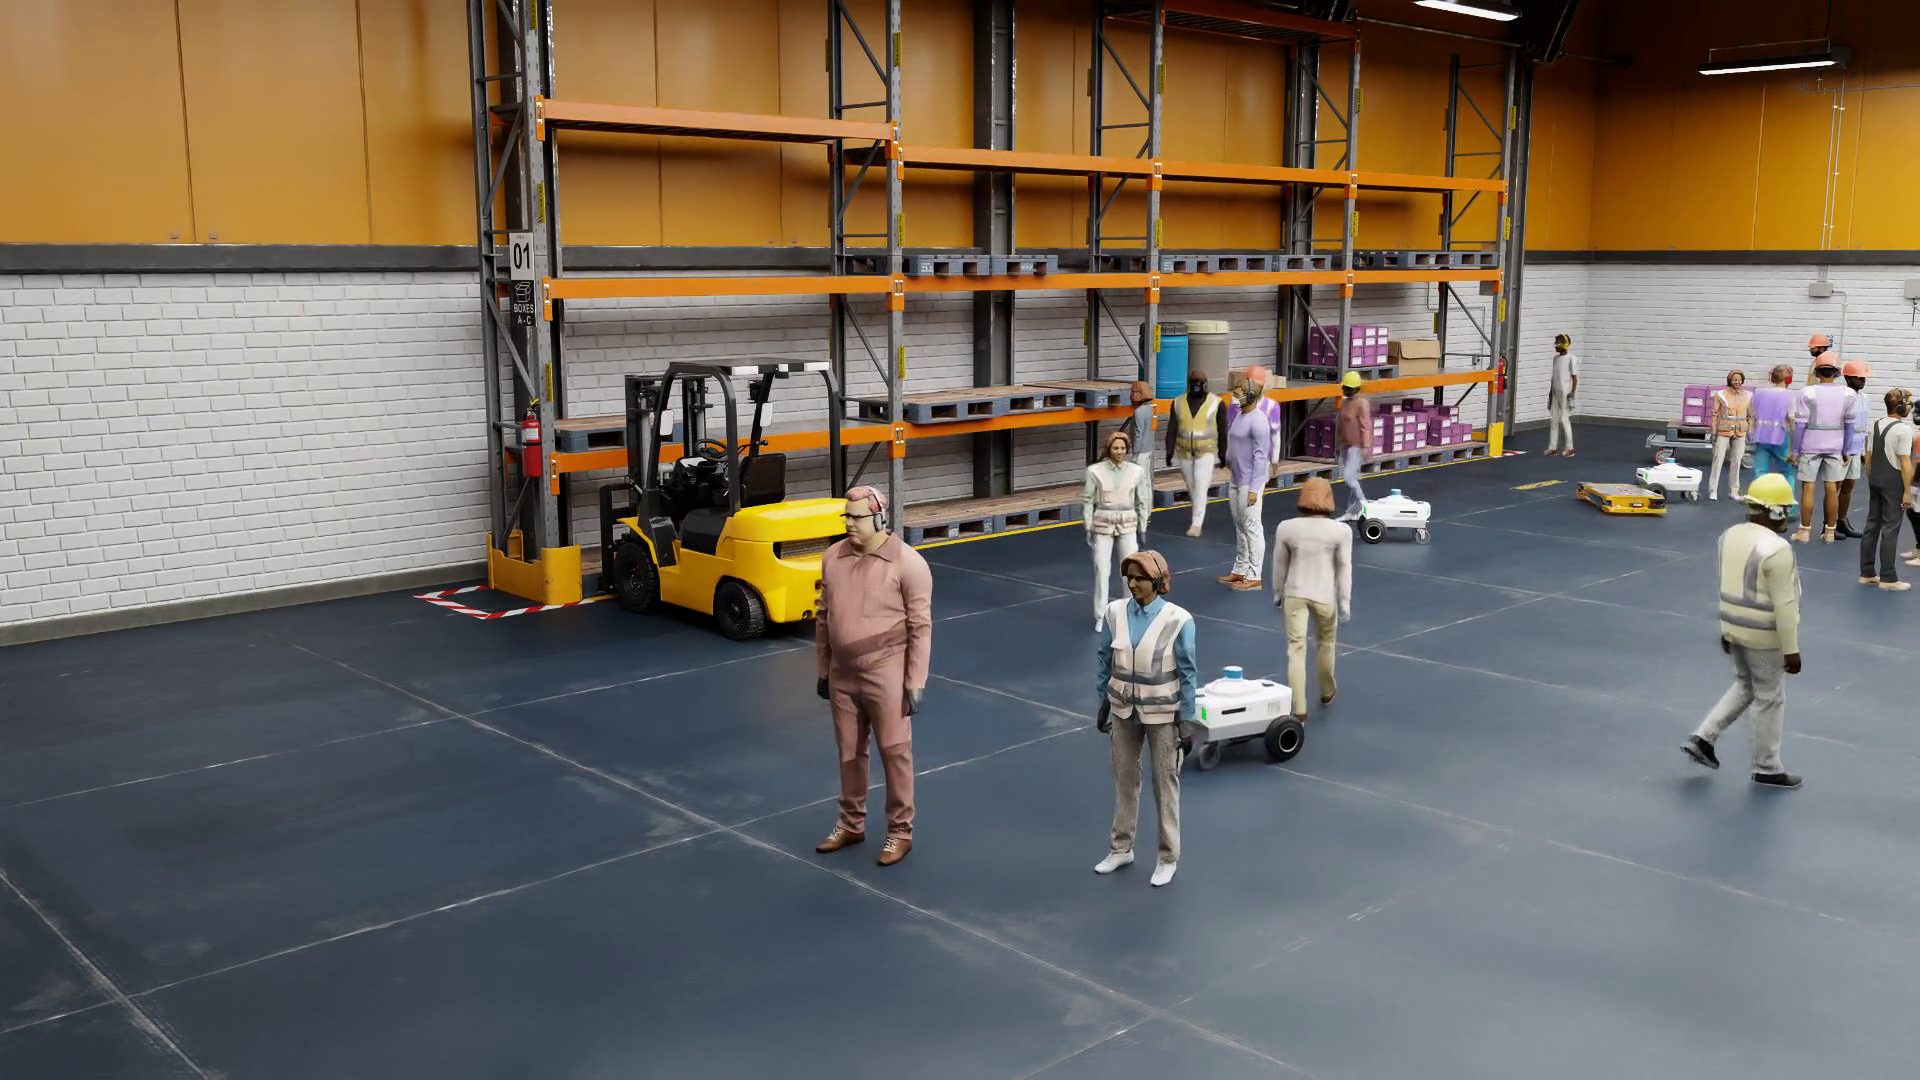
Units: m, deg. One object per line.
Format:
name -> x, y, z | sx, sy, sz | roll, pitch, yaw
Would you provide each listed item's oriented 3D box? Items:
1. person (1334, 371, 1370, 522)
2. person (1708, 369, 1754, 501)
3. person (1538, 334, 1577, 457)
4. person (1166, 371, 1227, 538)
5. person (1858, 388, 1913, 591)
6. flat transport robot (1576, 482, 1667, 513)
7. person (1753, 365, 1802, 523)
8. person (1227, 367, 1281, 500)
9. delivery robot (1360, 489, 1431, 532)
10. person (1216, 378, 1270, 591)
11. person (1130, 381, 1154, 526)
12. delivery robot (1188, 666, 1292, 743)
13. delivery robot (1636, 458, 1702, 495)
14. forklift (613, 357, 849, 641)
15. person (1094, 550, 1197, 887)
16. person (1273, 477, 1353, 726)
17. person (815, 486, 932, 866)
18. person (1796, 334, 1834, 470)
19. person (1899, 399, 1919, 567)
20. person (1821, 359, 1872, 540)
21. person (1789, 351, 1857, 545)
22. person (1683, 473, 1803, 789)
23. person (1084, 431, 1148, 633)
person -> 4.416, -1.042, 18.807 | 0.382, 1.746, 0.615 | -3, 10, -18
person -> 9.584, -1.302, 20.676 | 0.523, 1.638, 0.311 | 1, 10, 4
person -> 9.134, -2.162, 25.176 | 0.560, 1.881, 0.581 | -4, 10, -20
person -> 2.603, -0.971, 18.302 | 0.647, 1.799, 0.962 | 4, 11, 24
person -> 8.465, -0.461, 15.147 | 0.344, 1.847, 0.504 | -2, 10, -11
flat transport robot -> 7.964, -0.515, 20.066 | 0.652, 0.197, 1.431 | 1, 10, 5
person -> 9.283, -1.073, 18.844 | 0.887, 1.805, 0.563 | -7, 12, -37
person -> 3.125, -0.913, 17.716 | 0.555, 1.869, 1.045 | 2, 10, 10
delivery robot -> 4.627, -0.295, 17.678 | 0.707, 0.478, 0.477 | 2, 10, 9
person -> 2.601, -0.506, 15.142 | 0.373, 1.940, 0.630 | -2, 10, -11
person -> 2.034, -0.975, 18.780 | 0.282, 1.633, 0.500 | 3, 10, 19
delivery robot -> 1.649, 1.008, 10.048 | 0.707, 0.478, 0.477 | -5, 11, -28
delivery robot -> 8.711, -0.765, 20.429 | 0.707, 0.478, 0.477 | 0, 10, 2
forklift -> -1.847, -0.414, 13.852 | 1.214, 2.155, 2.313 | -9, 13, -42
person -> 0.896, 0.853, 8.057 | 0.523, 1.638, 0.311 | 7, 12, 35
person -> 2.327, 0.375, 10.949 | 0.523, 1.592, 0.801 | 3, 10, 19
person -> -0.464, 0.673, 8.333 | 0.652, 1.906, 0.403 | 6, 11, 31
person -> 12.145, -1.952, 23.609 | 0.373, 1.934, 0.551 | 1, 10, 6
person -> 9.387, -0.558, 16.221 | 0.348, 1.674, 0.563 | 5, 11, 26
person -> 9.542, -0.969, 17.855 | 0.545, 1.938, 0.357 | -5, 11, -26
person -> 9.067, -0.965, 17.527 | 0.615, 2.040, 0.369 | 1, 10, 5
person -> 4.543, 0.524, 9.446 | 0.554, 1.821, 0.615 | -1, 10, -3
person -> 1.255, -0.058, 13.415 | 0.520, 1.638, 0.345 | 0, 10, 0
